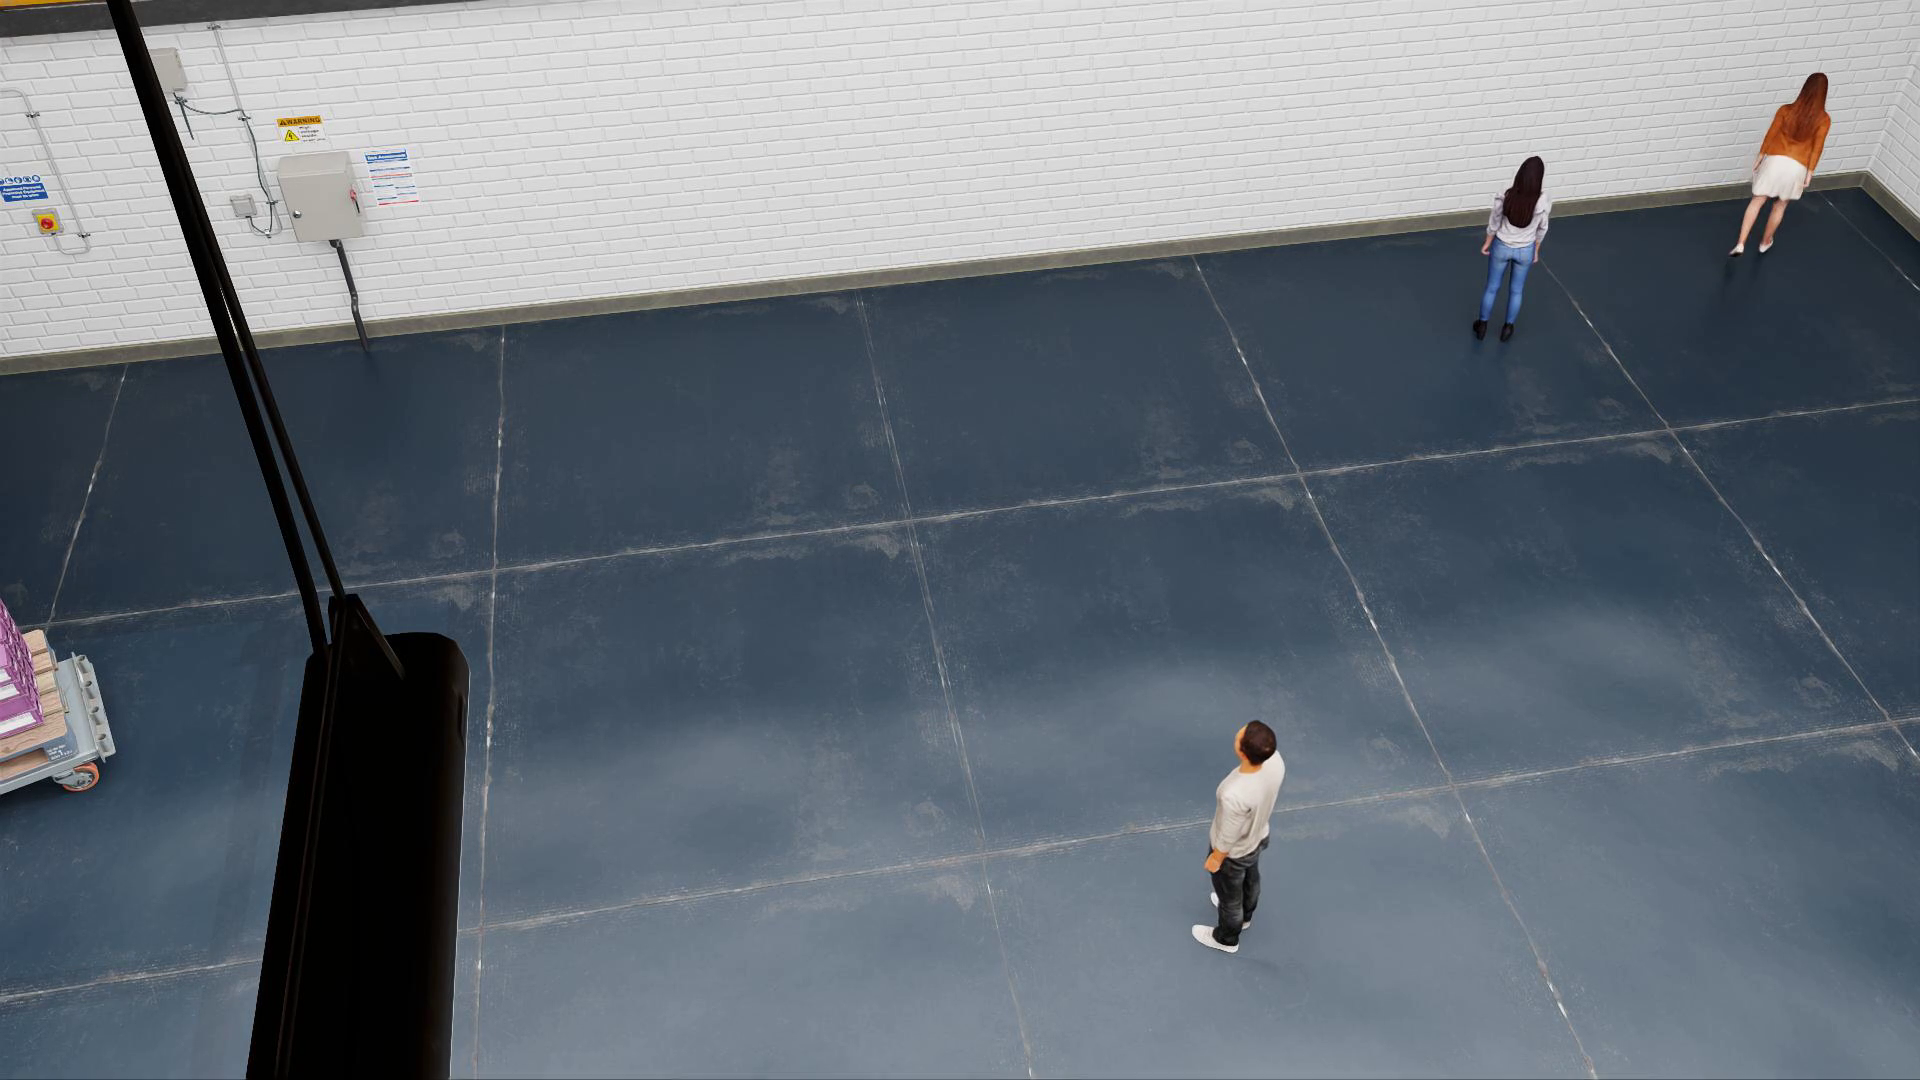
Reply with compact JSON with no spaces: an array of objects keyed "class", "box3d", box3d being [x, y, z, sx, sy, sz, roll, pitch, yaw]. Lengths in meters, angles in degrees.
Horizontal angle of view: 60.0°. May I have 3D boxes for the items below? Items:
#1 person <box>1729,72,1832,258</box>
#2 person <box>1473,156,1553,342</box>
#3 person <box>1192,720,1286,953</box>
[{"class":"person","box3d":[6.945,-3.115,14.041,0.927,1.709,1.001,23,48,23]},{"class":"person","box3d":[4.406,-2.306,13.248,0.671,1.632,0.645,9,44,9]},{"class":"person","box3d":[1.531,1.611,9.007,0.769,1.811,0.724,29,51,27]}]
